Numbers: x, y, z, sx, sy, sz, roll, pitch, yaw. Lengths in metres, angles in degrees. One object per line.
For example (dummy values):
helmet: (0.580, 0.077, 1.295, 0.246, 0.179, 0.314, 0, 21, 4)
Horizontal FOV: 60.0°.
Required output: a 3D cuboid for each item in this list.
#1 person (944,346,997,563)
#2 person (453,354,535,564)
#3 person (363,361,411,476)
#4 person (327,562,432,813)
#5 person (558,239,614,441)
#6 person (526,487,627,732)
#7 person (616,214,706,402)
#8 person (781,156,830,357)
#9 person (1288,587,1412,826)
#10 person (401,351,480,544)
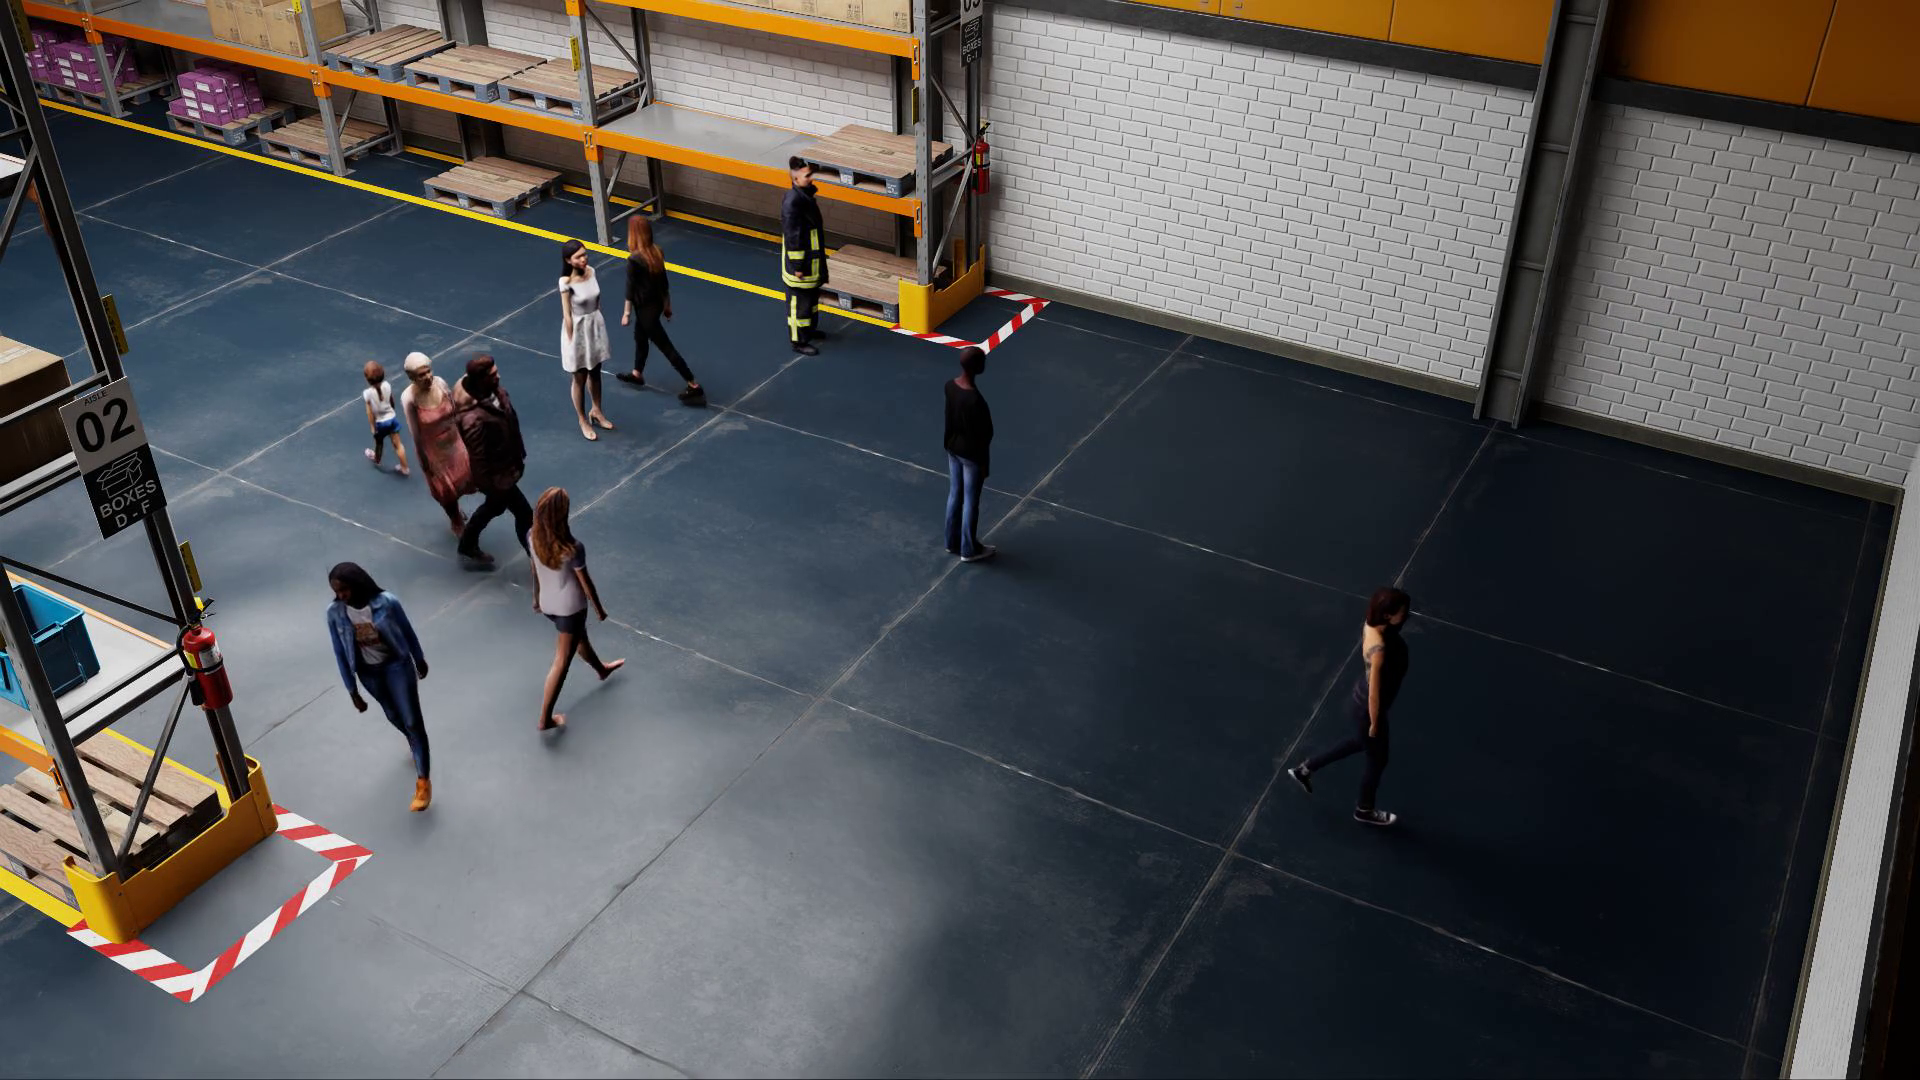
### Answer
person: (0.047, -0.650, 12.458, 0.731, 1.746, 0.603, -24, 40, -31)
person: (-3.484, -0.532, 12.228, 1.277, 1.805, 1.069, 2, 34, 4)
person: (-4.695, -0.972, 13.623, 0.738, 0.991, 0.518, 25, 41, 33)
person: (-3.588, 0.790, 10.357, 1.113, 1.674, 1.162, -10, 35, -14)
person: (-3.157, -1.700, 14.012, 0.640, 1.774, 0.655, 20, 39, 27)
person: (-2.628, 0.485, 10.809, 1.048, 1.681, 0.732, 21, 39, 28)
person: (-2.624, -1.974, 14.519, 1.216, 1.668, 0.741, 12, 35, 17)
person: (-1.456, -2.662, 15.376, 0.823, 1.866, 0.851, 6, 34, 9)
person: (2.385, 0.997, 9.971, 1.022, 1.756, 0.830, 4, 34, 6)
person: (-4.001, -0.708, 12.607, 0.698, 1.677, 0.659, 15, 37, 22)
